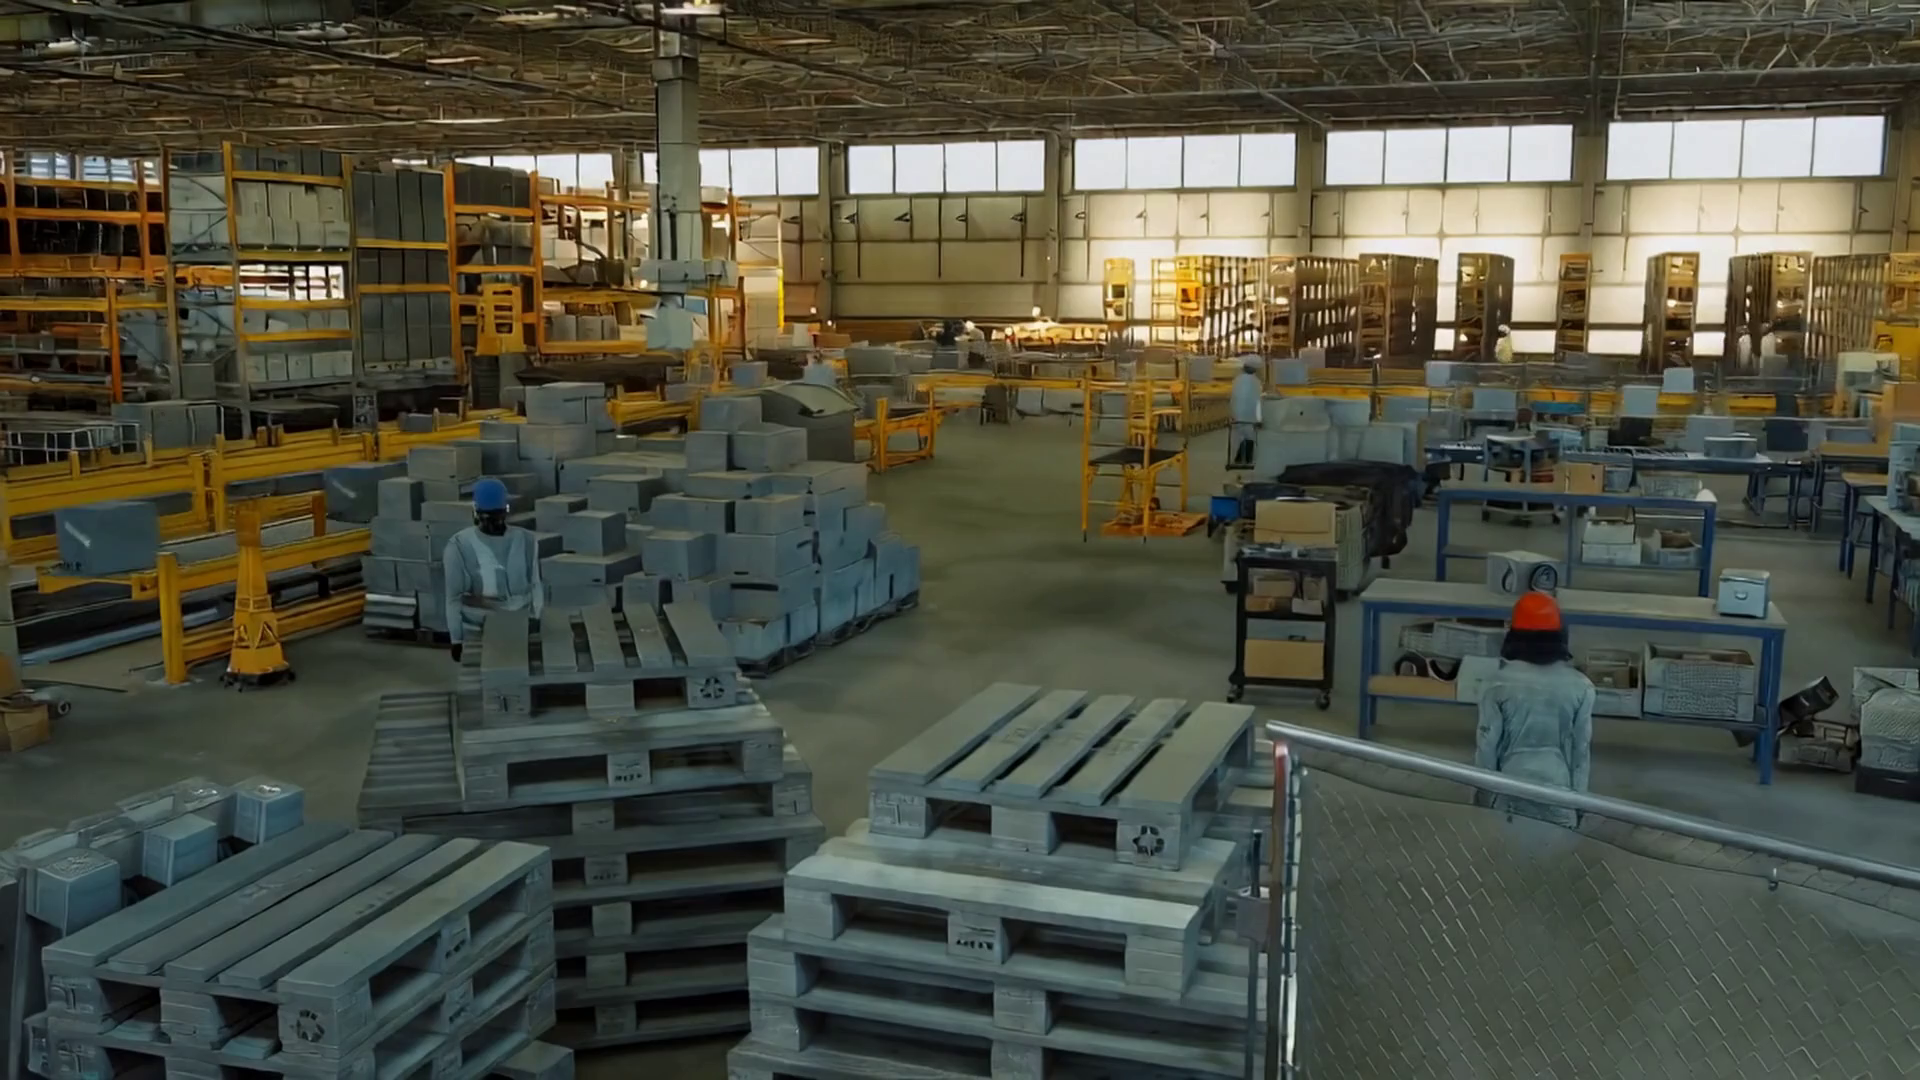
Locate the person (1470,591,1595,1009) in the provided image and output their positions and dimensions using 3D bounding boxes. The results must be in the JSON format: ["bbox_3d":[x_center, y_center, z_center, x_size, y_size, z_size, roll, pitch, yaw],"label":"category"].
[{"bbox_3d":[2.357,1.076,6.904,0.489,1.739,0.323,0,9,-1],"label":"person"}]

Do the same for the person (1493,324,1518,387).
[{"bbox_3d":[13.929,-4.617,42.484,0.858,1.805,0.600,0,9,2],"label":"person"}]

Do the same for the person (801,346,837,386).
[{"bbox_3d":[-2.386,-2.282,27.588,0.639,1.861,0.995,6,11,33],"label":"person"}]

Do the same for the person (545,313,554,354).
[{"bbox_3d":[-14.376,-7.079,58.197,0.531,1.734,0.918,6,11,33],"label":"person"}]

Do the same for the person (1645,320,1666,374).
[{"bbox_3d":[20.777,-5.786,49.320,0.629,1.948,0.930,-7,11,-38],"label":"person"}]

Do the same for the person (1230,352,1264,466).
[{"bbox_3d":[4.249,-1.811,24.490,0.415,1.908,0.567,-9,12,-43],"label":"person"}]

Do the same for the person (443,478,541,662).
[{"bbox_3d":[-2.789,0.532,10.028,0.602,1.830,0.404,-7,11,-36],"label":"person"}]

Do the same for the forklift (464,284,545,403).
[{"bbox_3d":[-10.832,-4.702,39.610,1.129,2.768,1.873,3,10,20],"label":"forklift"}]

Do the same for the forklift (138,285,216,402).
[{"bbox_3d":[-17.480,-4.200,36.461,1.873,2.768,1.129,3,10,19],"label":"forklift"}]

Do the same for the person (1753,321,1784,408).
[{"bbox_3d":[18.559,-4.030,38.208,0.643,1.971,1.121,-7,12,-39],"label":"person"}]

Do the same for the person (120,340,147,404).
[{"bbox_3d":[-14.113,-2.435,28.329,0.359,1.938,0.545,9,13,43],"label":"person"}]

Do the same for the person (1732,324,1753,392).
[{"bbox_3d":[19.108,-4.355,40.731,0.575,1.826,0.560,3,10,18],"label":"person"}]

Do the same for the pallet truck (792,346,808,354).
[{"bbox_3d":[-3.705,-4.298,42.022,0.653,1.274,1.630,3,10,20],"label":"pallet truck"}]

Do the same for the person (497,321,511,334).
[{"bbox_3d":[-11.265,-4.530,41.634,0.679,1.883,0.714,6,11,33],"label":"person"}]

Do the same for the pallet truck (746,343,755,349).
[{"bbox_3d":[-6.183,-4.618,44.264,1.601,1.201,0.680,-9,12,-43],"label":"pallet truck"}]
